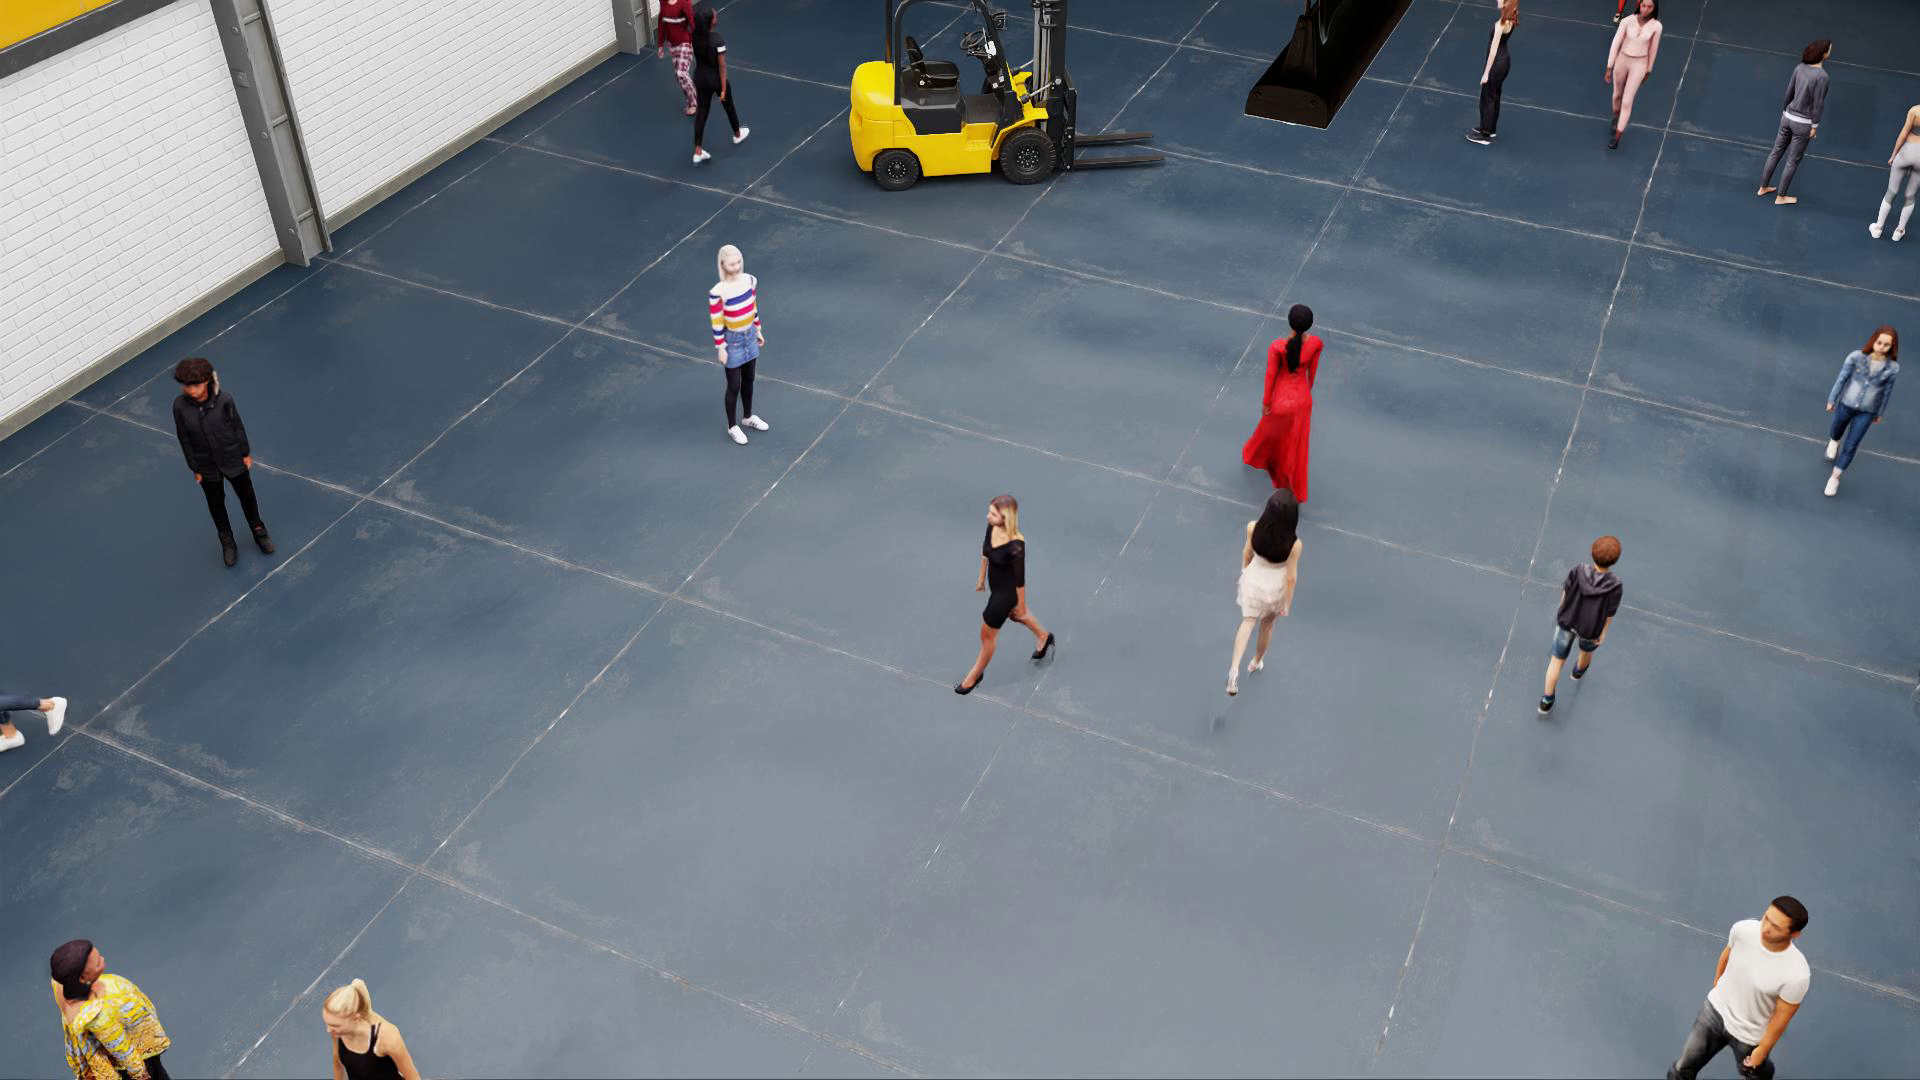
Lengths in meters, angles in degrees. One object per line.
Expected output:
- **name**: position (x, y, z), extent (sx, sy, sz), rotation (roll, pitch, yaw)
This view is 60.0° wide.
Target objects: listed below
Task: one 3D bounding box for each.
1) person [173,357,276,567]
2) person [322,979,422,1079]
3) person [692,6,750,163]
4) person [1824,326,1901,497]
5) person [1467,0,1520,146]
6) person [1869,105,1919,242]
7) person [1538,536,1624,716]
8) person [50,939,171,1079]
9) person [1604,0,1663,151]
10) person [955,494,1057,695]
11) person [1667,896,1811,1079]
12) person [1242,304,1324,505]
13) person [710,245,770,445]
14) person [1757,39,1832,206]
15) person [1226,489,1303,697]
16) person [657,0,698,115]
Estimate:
- **person**: position (-5.703, -0.640, 12.780), extent (0.716, 1.774, 0.793), rotation (-18, 42, -21)
- **person**: position (-2.871, 2.771, 8.491), extent (0.645, 1.796, 1.195), rotation (17, 42, 20)
- **person**: position (-2.786, -4.977, 18.284), extent (0.598, 1.682, 1.151), rotation (17, 42, 20)
- **person**: position (7.370, -1.127, 13.647), extent (0.653, 1.453, 0.975), rotation (22, 43, 25)
- **person**: position (6.036, -5.321, 18.665), extent (0.645, 1.745, 0.455), rotation (19, 42, 22)
- **person**: position (9.665, -3.854, 16.862), extent (0.557, 1.702, 0.530), rotation (16, 41, 19)
- **person**: position (4.269, 0.608, 11.509), extent (0.601, 1.410, 0.962), rotation (21, 43, 24)
- **person**: position (-4.472, 2.721, 8.686), extent (0.889, 1.631, 1.091), rotation (30, 48, 32)
- **person**: position (7.536, -5.312, 18.706), extent (0.647, 1.680, 1.126), rotation (18, 42, 21)
- **person**: position (0.386, 0.345, 11.657), extent (1.124, 1.636, 1.003), rotation (-16, 41, -19)
- **person**: position (4.227, 2.521, 8.832), extent (1.217, 1.772, 1.037), rotation (-21, 43, -24)
- **person**: position (2.652, -1.024, 13.300), extent (1.075, 1.736, 1.232), rotation (-7, 39, -9)
- **person**: position (-1.880, -1.674, 14.048), extent (0.768, 1.808, 0.563), rotation (28, 47, 31)
- **person**: position (8.830, -4.417, 17.514), extent (0.730, 1.768, 0.688), rotation (-16, 41, -19)
- **person**: position (2.066, 0.400, 11.522), extent (0.622, 1.720, 0.888), rotation (21, 43, 24)
- **person**: position (-3.204, -5.795, 19.303), extent (0.674, 1.690, 0.658), rotation (20, 43, 23)
